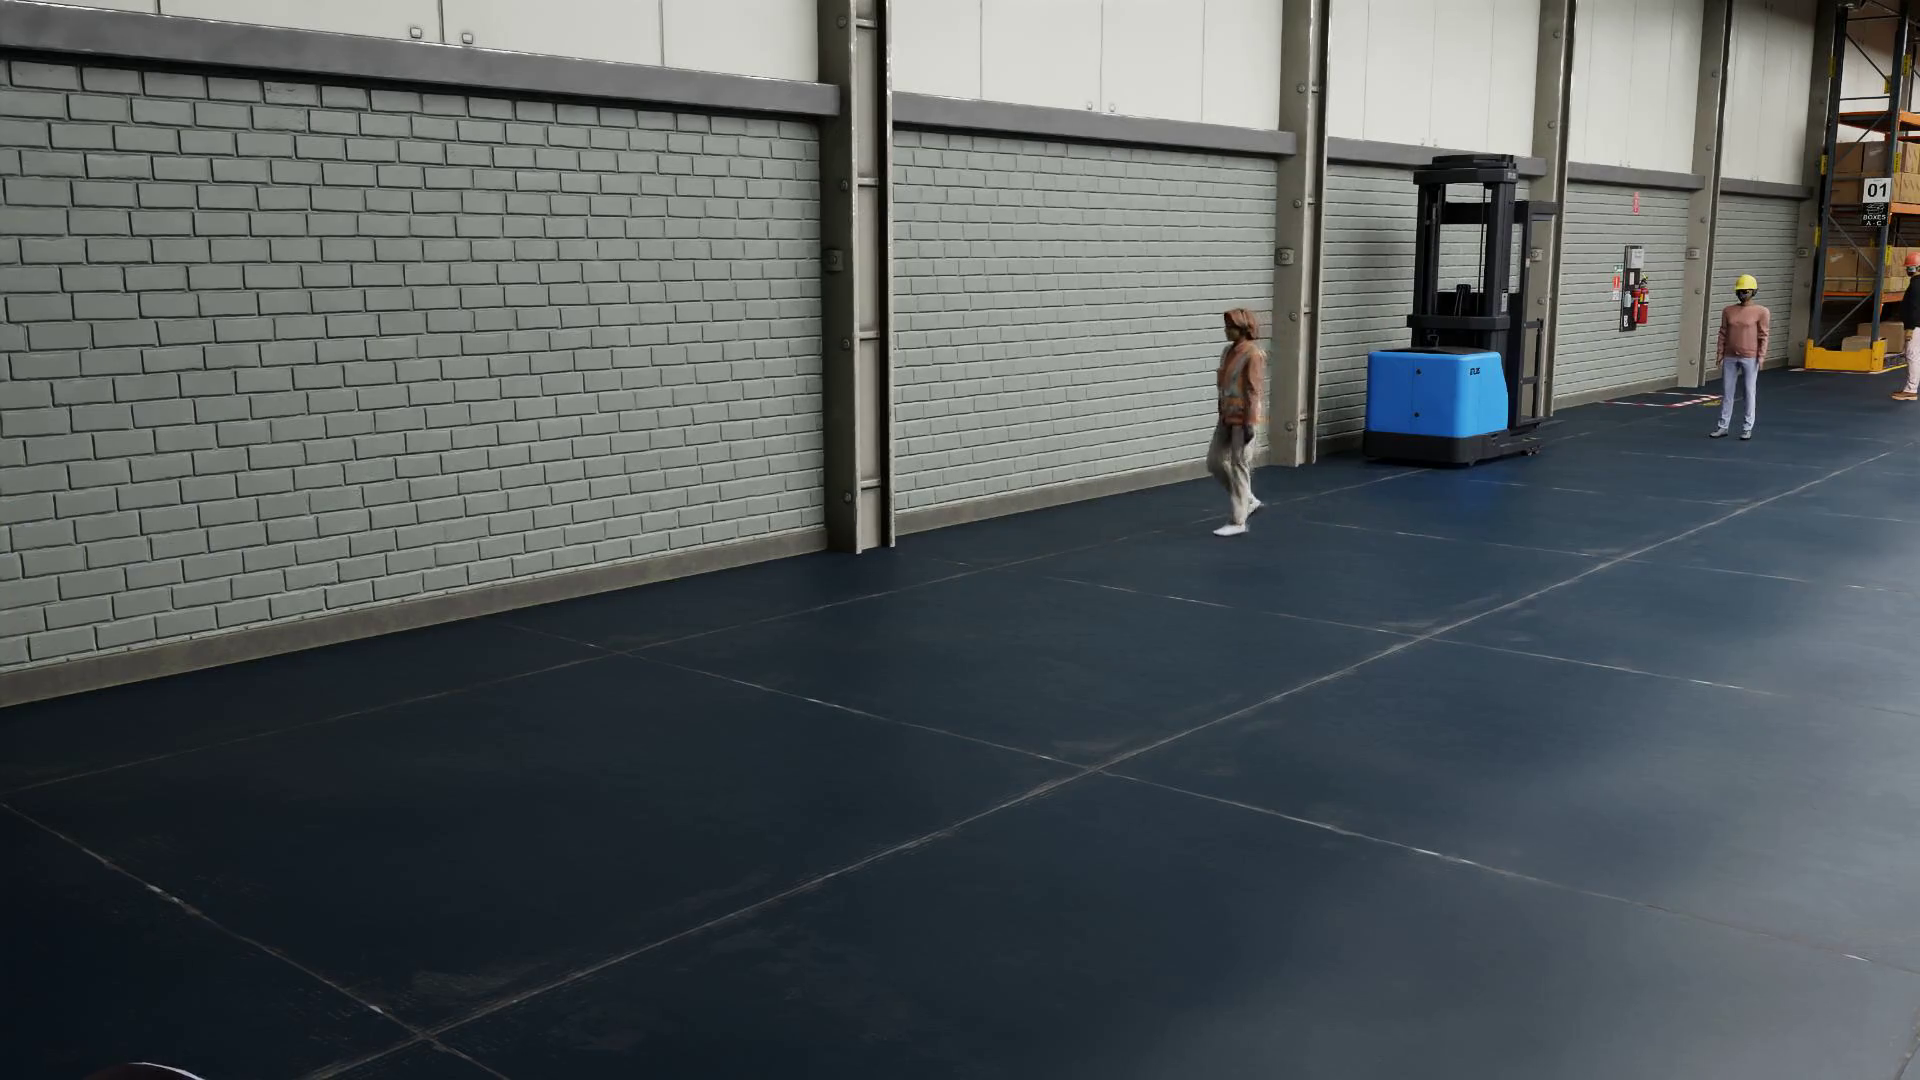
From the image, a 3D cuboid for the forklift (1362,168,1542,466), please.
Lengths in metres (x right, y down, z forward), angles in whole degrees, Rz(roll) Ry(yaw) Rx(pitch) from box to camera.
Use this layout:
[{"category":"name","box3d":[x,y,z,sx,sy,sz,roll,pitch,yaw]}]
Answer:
[{"category":"forklift","box3d":[4.875,-2.212,16.287,1.129,2.768,1.873,8,13,40]}]

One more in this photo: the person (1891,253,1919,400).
[{"category":"person","box3d":[12.971,-2.909,22.666,0.392,1.989,0.610,7,12,35]}]

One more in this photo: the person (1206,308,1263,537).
[{"category":"person","box3d":[1.974,-0.839,11.887,0.364,1.627,0.534,-3,10,-17]}]

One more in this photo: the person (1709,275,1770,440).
[{"category":"person","box3d":[8.442,-1.975,17.986,0.317,1.769,0.523,-9,13,-41]}]
